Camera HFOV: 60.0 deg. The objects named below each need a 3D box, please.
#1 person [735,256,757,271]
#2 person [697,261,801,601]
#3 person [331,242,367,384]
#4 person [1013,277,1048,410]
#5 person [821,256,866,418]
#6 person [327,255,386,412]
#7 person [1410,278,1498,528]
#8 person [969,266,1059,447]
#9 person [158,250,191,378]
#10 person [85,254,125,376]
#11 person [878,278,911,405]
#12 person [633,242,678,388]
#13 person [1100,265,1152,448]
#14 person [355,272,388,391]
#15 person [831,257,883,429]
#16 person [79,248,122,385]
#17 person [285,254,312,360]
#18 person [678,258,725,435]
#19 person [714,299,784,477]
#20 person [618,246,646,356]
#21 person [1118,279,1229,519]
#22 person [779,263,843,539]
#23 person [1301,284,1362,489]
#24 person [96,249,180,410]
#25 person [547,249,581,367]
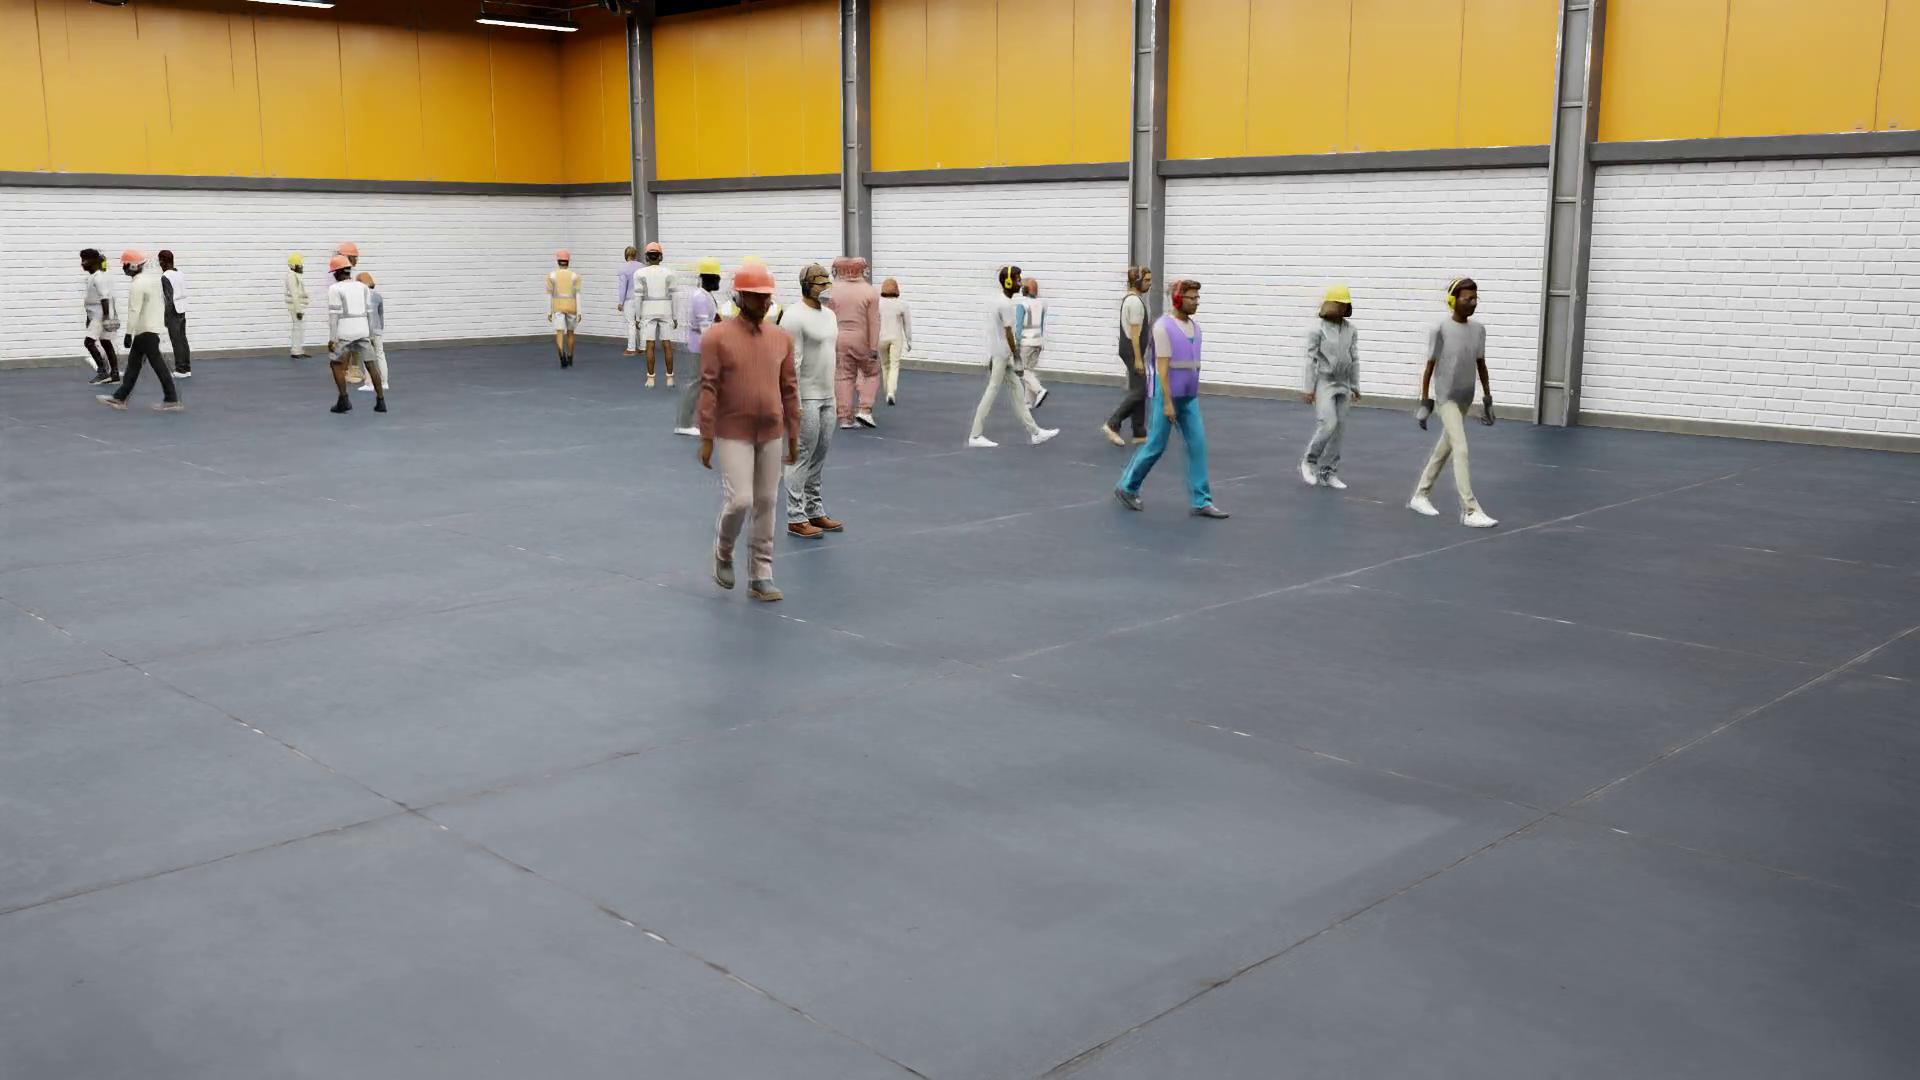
[{"bbox_3d":[-2.501,-2.350,19.359,0.959,1.882,0.617,3,11,16],"label":"person"},{"bbox_3d":[-1.222,-0.625,9.708,0.642,1.981,0.470,-7,13,-34],"label":"person"},{"bbox_3d":[-8.691,-3.250,23.908,0.665,2.021,0.655,-9,14,-40],"label":"person"},{"bbox_3d":[0.868,-2.377,20.218,0.461,1.625,0.534,8,13,37],"label":"person"},{"bbox_3d":[-1.327,-2.341,19.309,0.661,1.890,0.541,-6,12,-28],"label":"person"},{"bbox_3d":[-7.313,-2.471,20.006,0.602,1.891,0.635,7,13,34],"label":"person"},{"bbox_3d":[3.709,-1.037,12.411,0.540,1.823,0.971,-5,12,-26],"label":"person"},{"bbox_3d":[0.529,-1.836,16.765,0.971,1.818,0.544,0,10,0],"label":"person"},{"bbox_3d":[-11.818,-3.399,25.027,0.392,1.914,0.587,-1,10,-5],"label":"person"},{"bbox_3d":[-12.889,-3.362,24.983,0.546,1.851,0.629,4,11,22],"label":"person"},{"bbox_3d":[-0.884,-2.521,21.090,0.514,1.604,0.808,1,10,5],"label":"person"},{"bbox_3d":[-4.256,-3.143,23.307,0.605,2.034,0.390,-3,11,-15],"label":"person"},{"bbox_3d":[1.752,-1.839,16.727,0.523,1.839,0.548,1,10,4],"label":"person"},{"bbox_3d":[-8.155,-2.873,22.952,0.288,1.626,0.497,6,12,28],"label":"person"},{"bbox_3d":[-1.122,-2.157,18.336,0.654,1.891,0.460,6,12,28],"label":"person"},{"bbox_3d":[-12.315,-3.168,23.690,0.590,1.939,0.604,-5,12,-27],"label":"person"},{"bbox_3d":[-11.356,-3.983,28.525,0.409,1.804,0.632,-4,11,-20],"label":"person"},{"bbox_3d":[-2.595,-2.049,17.746,0.953,1.882,0.611,0,10,2],"label":"person"},{"bbox_3d":[-1.815,-1.434,14.504,0.620,1.845,0.430,-1,10,-7],"label":"person"},{"bbox_3d":[-5.812,-4.237,29.523,0.371,1.941,0.627,8,13,38],"label":"person"},{"bbox_3d":[1.617,-1.082,12.676,0.914,1.813,0.581,10,15,44],"label":"person"},{"bbox_3d":[-1.051,-0.990,11.819,0.352,1.937,0.635,5,11,24],"label":"person"},{"bbox_3d":[3.146,-1.279,13.983,0.492,1.731,0.366,-6,12,-30],"label":"person"},{"bbox_3d":[-10.025,-2.526,20.150,0.981,1.946,0.652,-3,11,-18],"label":"person"},{"bbox_3d":[-6.404,-3.746,26.933,0.548,1.915,0.831,-2,11,-13],"label":"person"}]
